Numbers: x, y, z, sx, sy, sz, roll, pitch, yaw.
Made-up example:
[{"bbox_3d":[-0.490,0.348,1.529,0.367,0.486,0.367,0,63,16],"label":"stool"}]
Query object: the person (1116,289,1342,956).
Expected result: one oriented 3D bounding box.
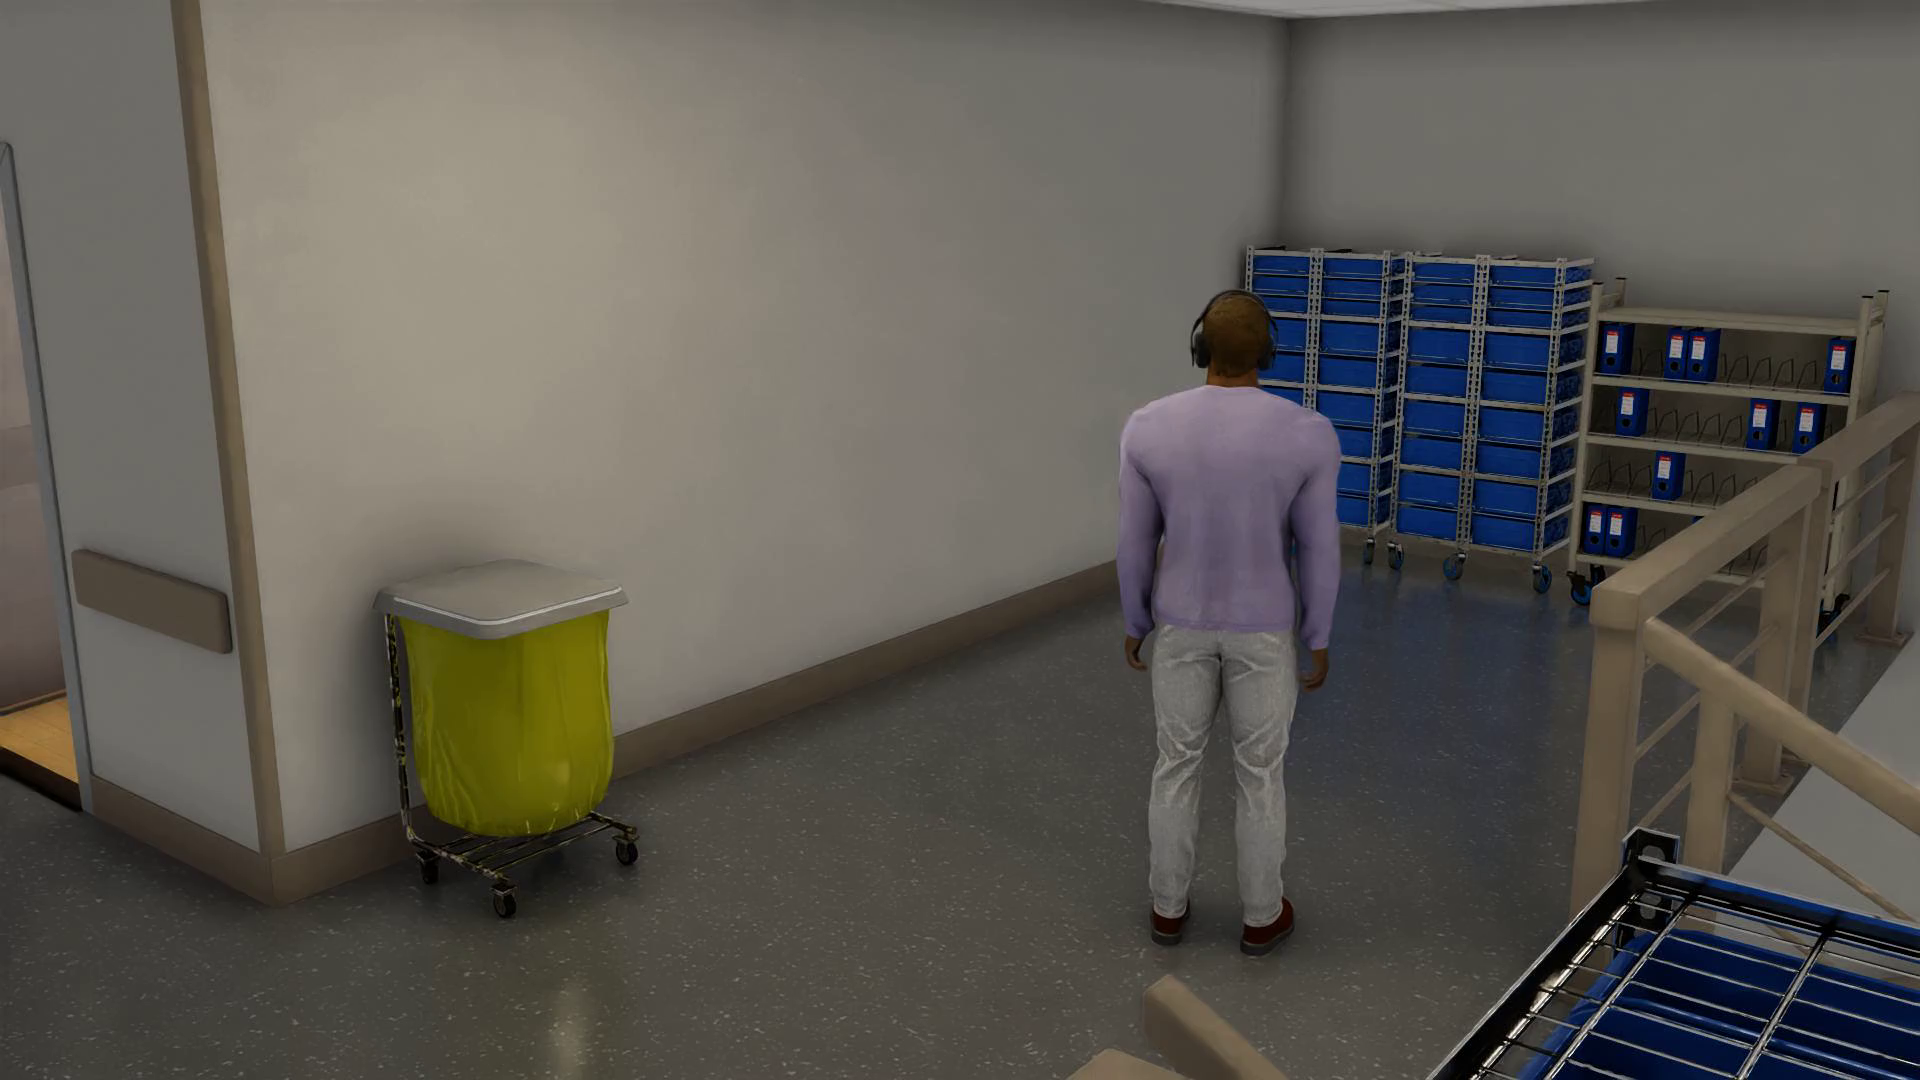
[{"bbox_3d":[0.765,0.252,4.788,0.634,1.940,0.367,4,14,17],"label":"person"}]
